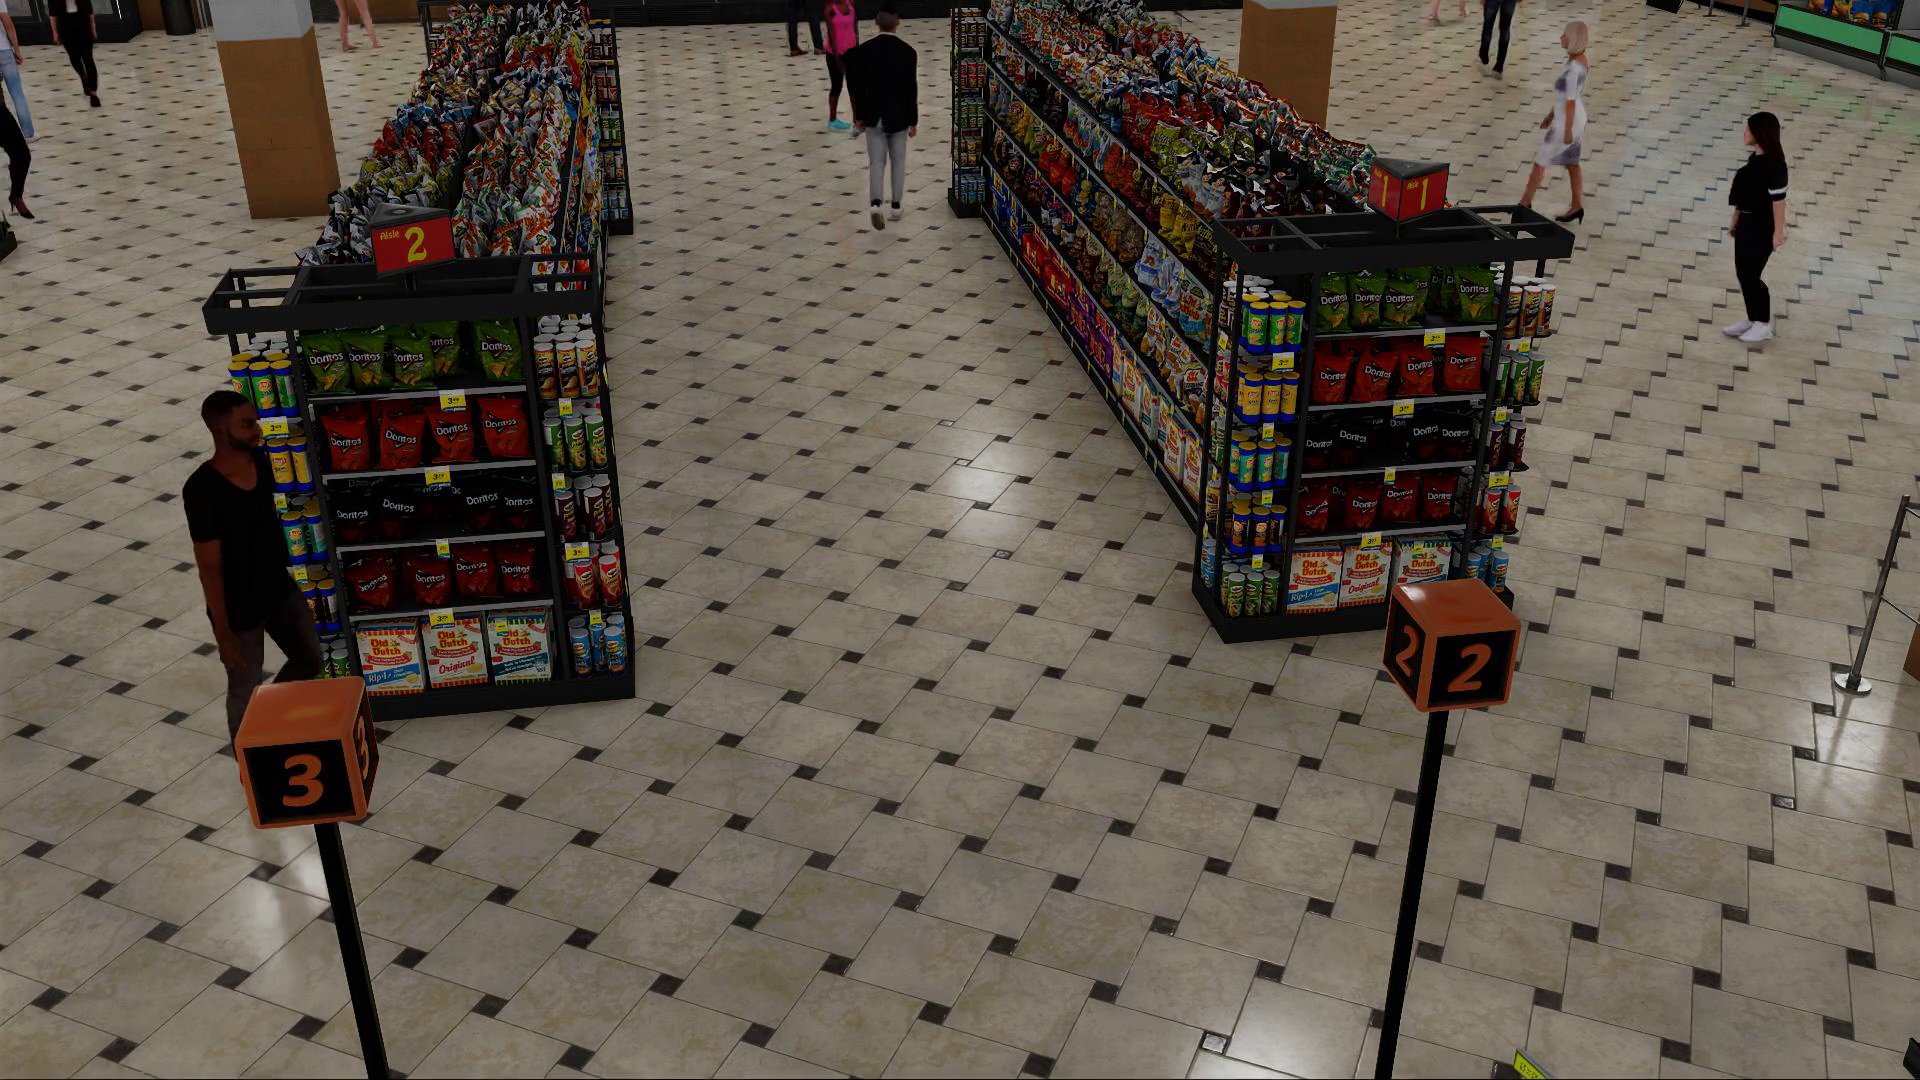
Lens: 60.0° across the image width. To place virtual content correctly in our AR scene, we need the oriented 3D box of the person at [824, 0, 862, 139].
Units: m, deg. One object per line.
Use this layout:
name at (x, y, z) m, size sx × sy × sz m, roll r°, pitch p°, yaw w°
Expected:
person at (-1.254, -5.072, 17.408) m, size 0.819 × 1.662 × 1.086 m, roll -19°, pitch 32°, yaw -32°

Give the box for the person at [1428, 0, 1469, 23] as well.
person at (6.924, -8.145, 23.421) m, size 1.132 × 1.704 × 1.132 m, roll 21°, pitch 34°, yaw 35°

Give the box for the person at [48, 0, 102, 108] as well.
person at (-10.023, -5.800, 18.826) m, size 0.817 × 1.679 × 1.200 m, roll -12°, pitch 29°, yaw -22°

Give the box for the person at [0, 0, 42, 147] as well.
person at (-9.930, -5.002, 17.061) m, size 0.704 × 1.851 × 0.617 m, roll -11°, pitch 29°, yaw -20°

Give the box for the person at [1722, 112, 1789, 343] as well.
person at (5.705, -2.186, 11.787) m, size 0.779 × 1.599 × 0.644 m, roll -5°, pitch 27°, yaw -11°

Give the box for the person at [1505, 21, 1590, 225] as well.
person at (5.342, -3.572, 14.386) m, size 0.957 × 1.721 × 0.924 m, roll 16°, pitch 31°, yaw 28°

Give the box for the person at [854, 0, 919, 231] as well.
person at (-0.642, -3.618, 14.258) m, size 0.931 × 1.919 × 1.260 m, roll 2°, pitch 27°, yaw 4°

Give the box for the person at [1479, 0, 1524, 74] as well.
person at (6.615, -6.613, 20.233) m, size 0.966 × 1.855 × 1.312 m, roll 3°, pitch 27°, yaw 7°

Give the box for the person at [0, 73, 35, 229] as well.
person at (-8.455, -3.588, 14.307) m, size 0.852 × 1.820 × 0.771 m, roll 11°, pitch 29°, yaw 21°

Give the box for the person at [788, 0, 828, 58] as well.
person at (-2.027, -7.102, 21.261) m, size 0.930 × 1.798 × 0.991 m, roll 11°, pitch 29°, yaw 20°

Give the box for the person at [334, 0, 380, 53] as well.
person at (-8.037, -7.160, 21.501) m, size 0.761 × 1.685 × 0.721 m, roll 5°, pitch 27°, yaw 10°

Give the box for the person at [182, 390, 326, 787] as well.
person at (-2.974, 0.227, 6.819) m, size 0.885 × 1.789 × 0.784 m, roll 12°, pitch 29°, yaw 22°
